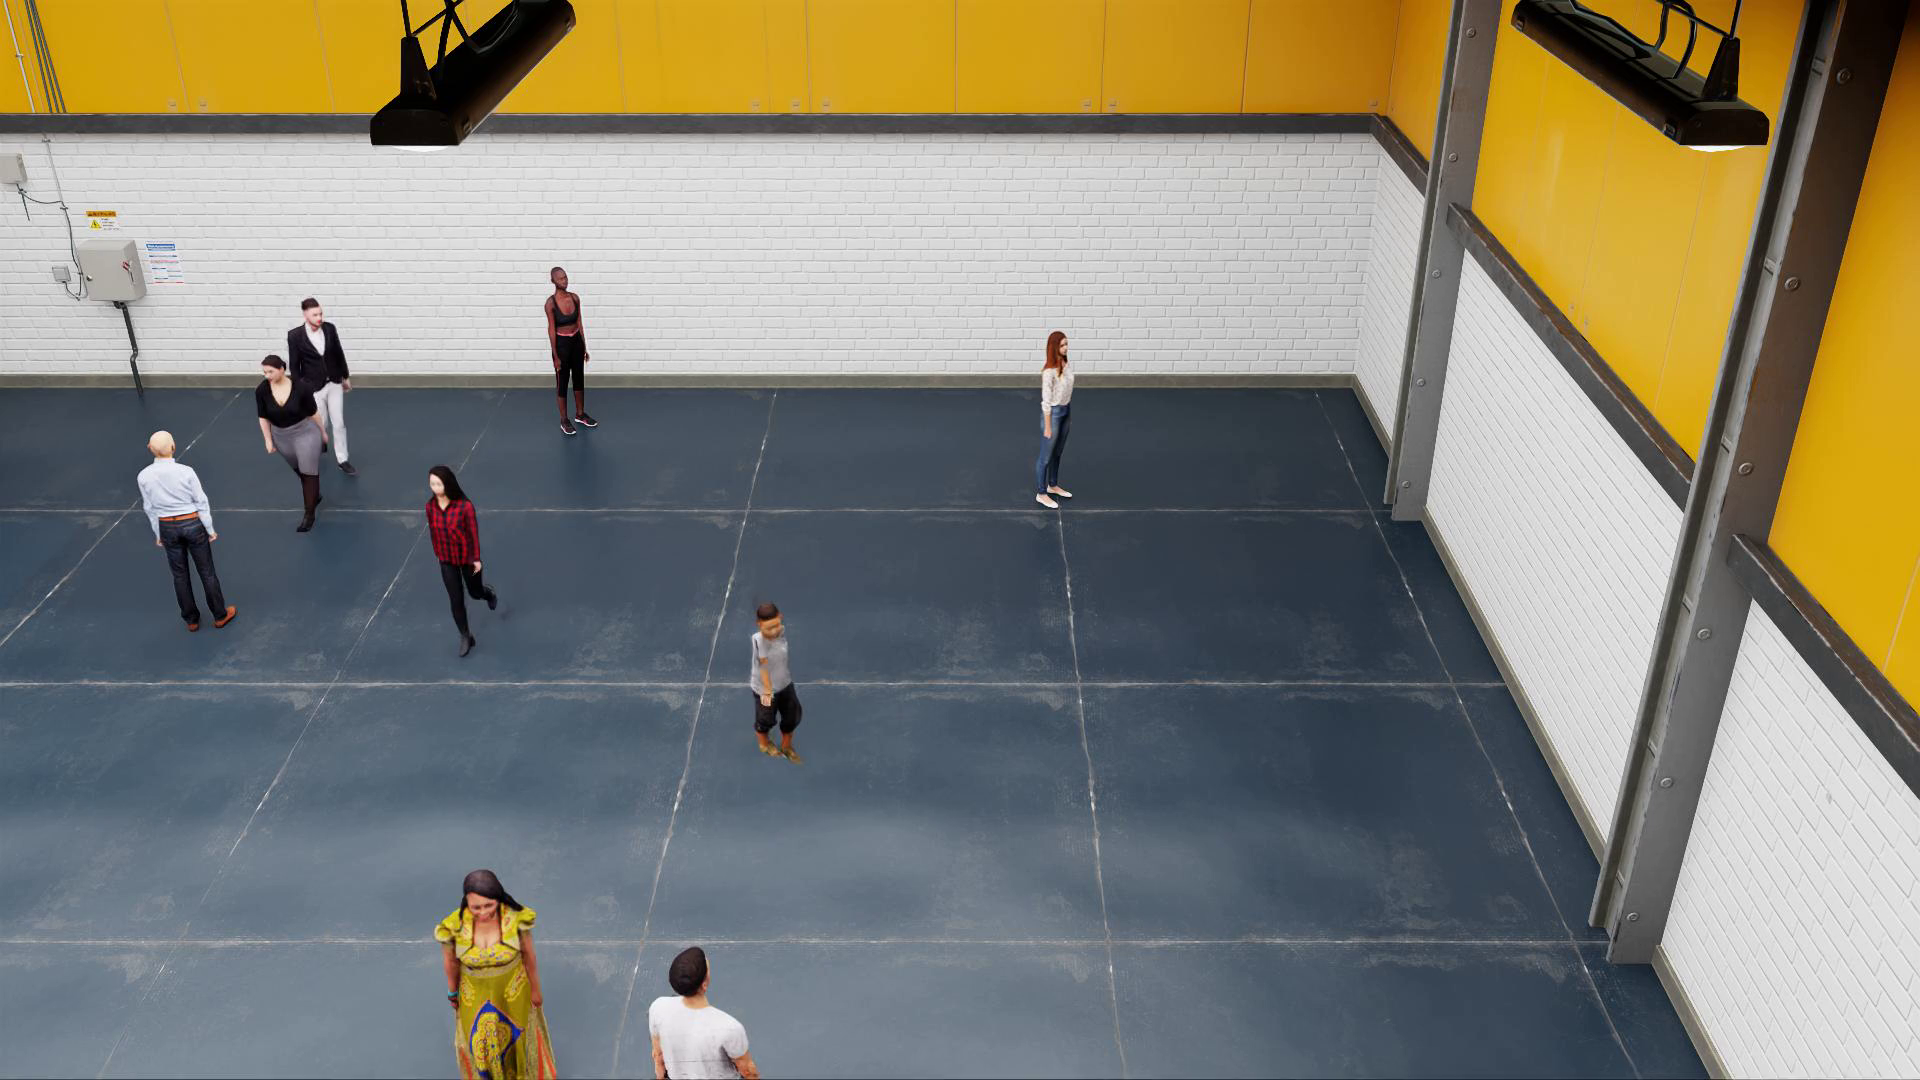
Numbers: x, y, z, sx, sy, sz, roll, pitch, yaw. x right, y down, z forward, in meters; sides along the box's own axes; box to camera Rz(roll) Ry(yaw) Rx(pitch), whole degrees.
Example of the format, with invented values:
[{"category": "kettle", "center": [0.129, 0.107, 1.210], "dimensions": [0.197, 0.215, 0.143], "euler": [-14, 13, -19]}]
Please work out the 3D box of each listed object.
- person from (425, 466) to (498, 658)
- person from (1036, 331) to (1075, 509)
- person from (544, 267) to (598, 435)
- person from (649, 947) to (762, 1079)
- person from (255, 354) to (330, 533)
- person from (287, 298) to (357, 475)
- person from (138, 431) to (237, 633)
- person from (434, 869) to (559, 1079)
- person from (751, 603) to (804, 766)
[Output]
[{"category": "person", "center": [-4.044, 0.110, 13.552], "dimensions": [0.670, 1.639, 0.942], "euler": [4, 29, 8]}, {"category": "person", "center": [0.903, -1.170, 15.806], "dimensions": [0.710, 1.728, 0.619], "euler": [19, 34, 31]}, {"category": "person", "center": [-4.084, -1.995, 17.287], "dimensions": [0.722, 1.758, 0.654], "euler": [23, 36, 36]}, {"category": "person", "center": [-1.322, 2.875, 8.314], "dimensions": [1.113, 1.801, 1.353], "euler": [15, 32, 26]}, {"category": "person", "center": [-6.143, -0.970, 15.476], "dimensions": [0.698, 1.693, 1.121], "euler": [-4, 29, -7]}, {"category": "person", "center": [-6.317, -1.544, 16.397], "dimensions": [1.034, 1.818, 1.121], "euler": [-22, 36, -35]}, {"category": "person", "center": [-6.408, -0.073, 13.728], "dimensions": [0.688, 1.792, 0.647], "euler": [-6, 29, -11]}, {"category": "person", "center": [-2.593, 2.448, 9.258], "dimensions": [0.882, 1.647, 0.983], "euler": [-11, 31, -20]}, {"category": "person", "center": [-1.402, 0.982, 12.170], "dimensions": [0.811, 1.431, 0.749], "euler": [17, 33, 28]}]
